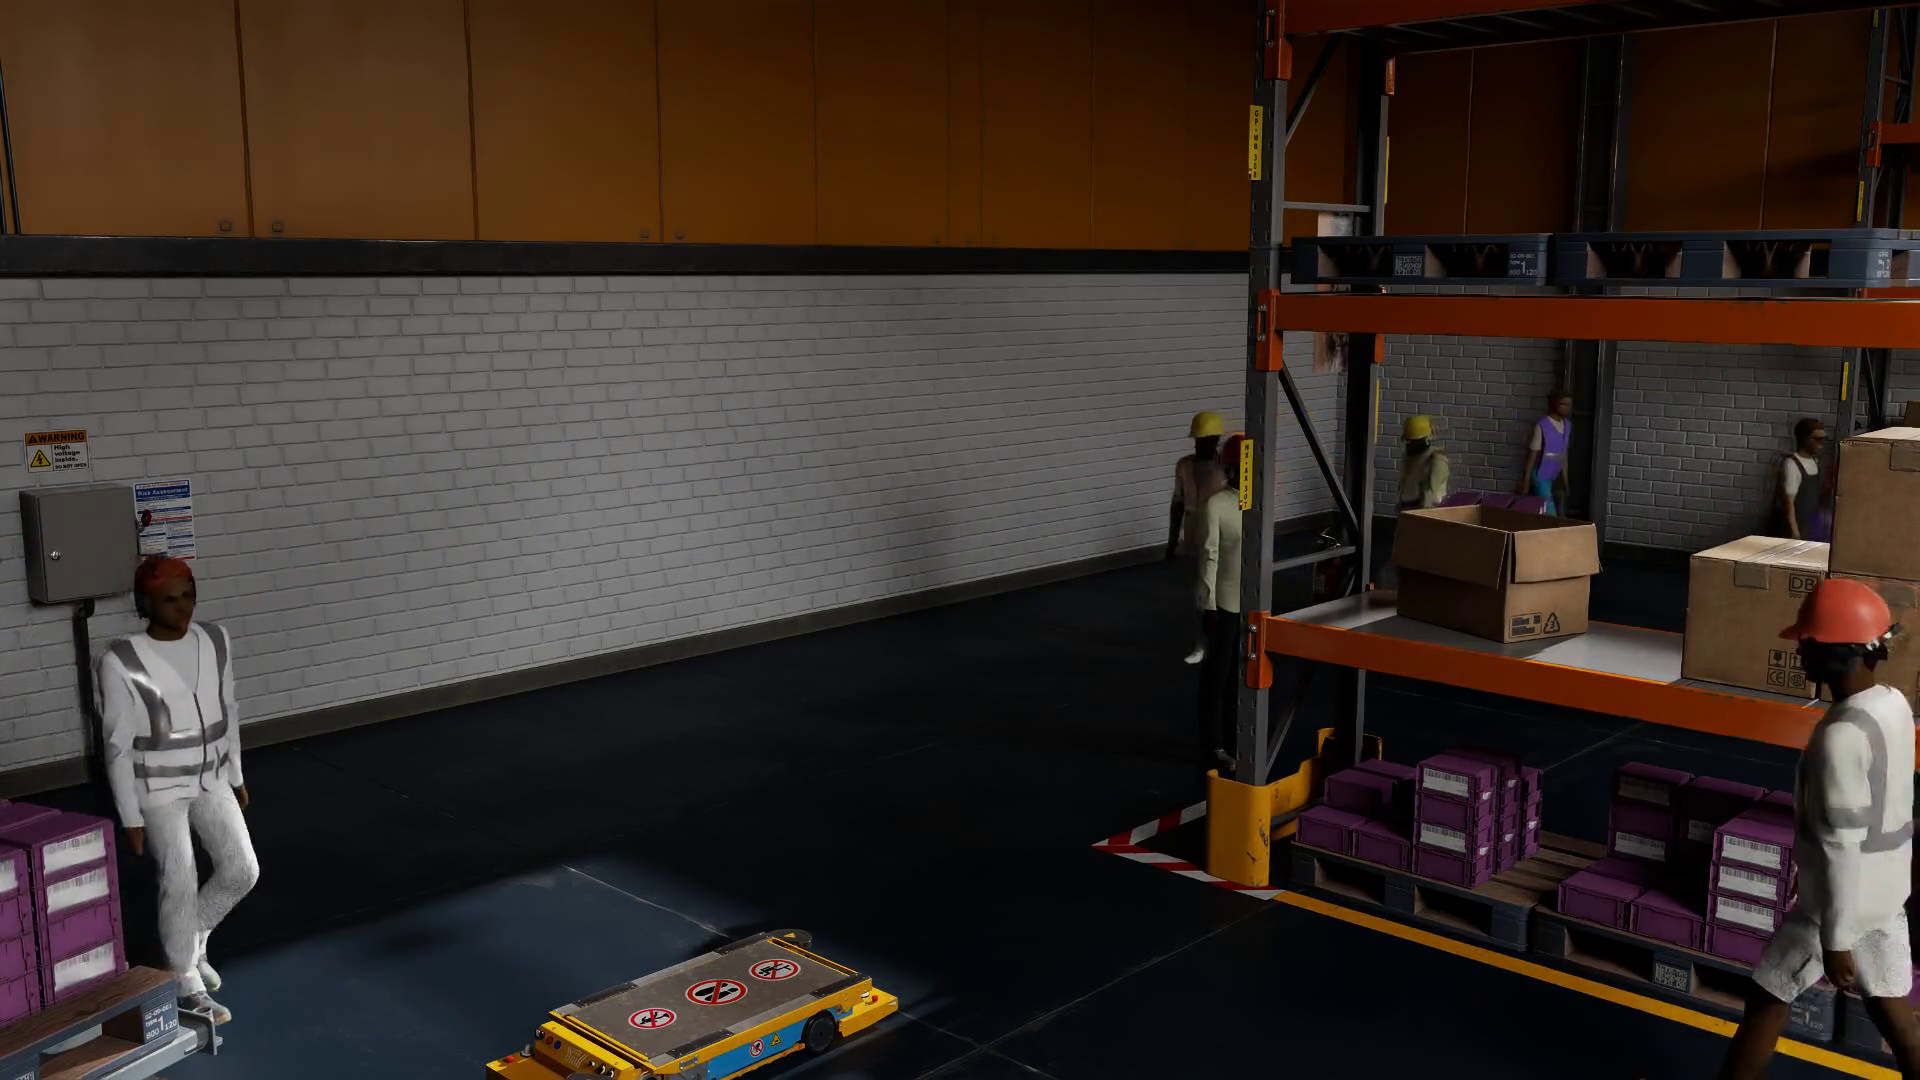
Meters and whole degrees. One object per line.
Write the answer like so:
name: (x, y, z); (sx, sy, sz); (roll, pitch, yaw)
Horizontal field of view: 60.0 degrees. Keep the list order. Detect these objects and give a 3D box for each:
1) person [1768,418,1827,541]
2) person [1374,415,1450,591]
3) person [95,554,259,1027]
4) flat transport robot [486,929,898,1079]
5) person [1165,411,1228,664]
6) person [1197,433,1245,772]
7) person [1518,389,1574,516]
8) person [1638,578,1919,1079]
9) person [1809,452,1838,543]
person: (6.605, -0.063, 13.069); (0.517, 1.780, 1.009); (-7, 11, -36)
person: (3.813, -0.172, 13.866); (0.923, 1.756, 0.610); (-4, 10, -22)
person: (-3.005, 0.975, 6.462); (0.420, 1.865, 0.602); (5, 10, 26)
flat transport robot: (-0.969, 1.810, 6.227); (0.652, 0.197, 1.431); (9, 13, 43)
person: (1.819, -0.002, 12.336); (0.428, 1.911, 0.600); (-9, 13, -44)
person: (1.638, 0.357, 9.862); (0.388, 1.992, 0.625); (9, 13, 43)
person: (5.737, -0.574, 16.198); (0.898, 1.787, 0.564); (8, 12, 42)
person: (2.779, 1.105, 5.308); (0.633, 1.992, 1.044); (-9, 13, -42)
person: (5.436, 0.399, 9.942); (0.721, 1.884, 0.485); (3, 10, 18)
